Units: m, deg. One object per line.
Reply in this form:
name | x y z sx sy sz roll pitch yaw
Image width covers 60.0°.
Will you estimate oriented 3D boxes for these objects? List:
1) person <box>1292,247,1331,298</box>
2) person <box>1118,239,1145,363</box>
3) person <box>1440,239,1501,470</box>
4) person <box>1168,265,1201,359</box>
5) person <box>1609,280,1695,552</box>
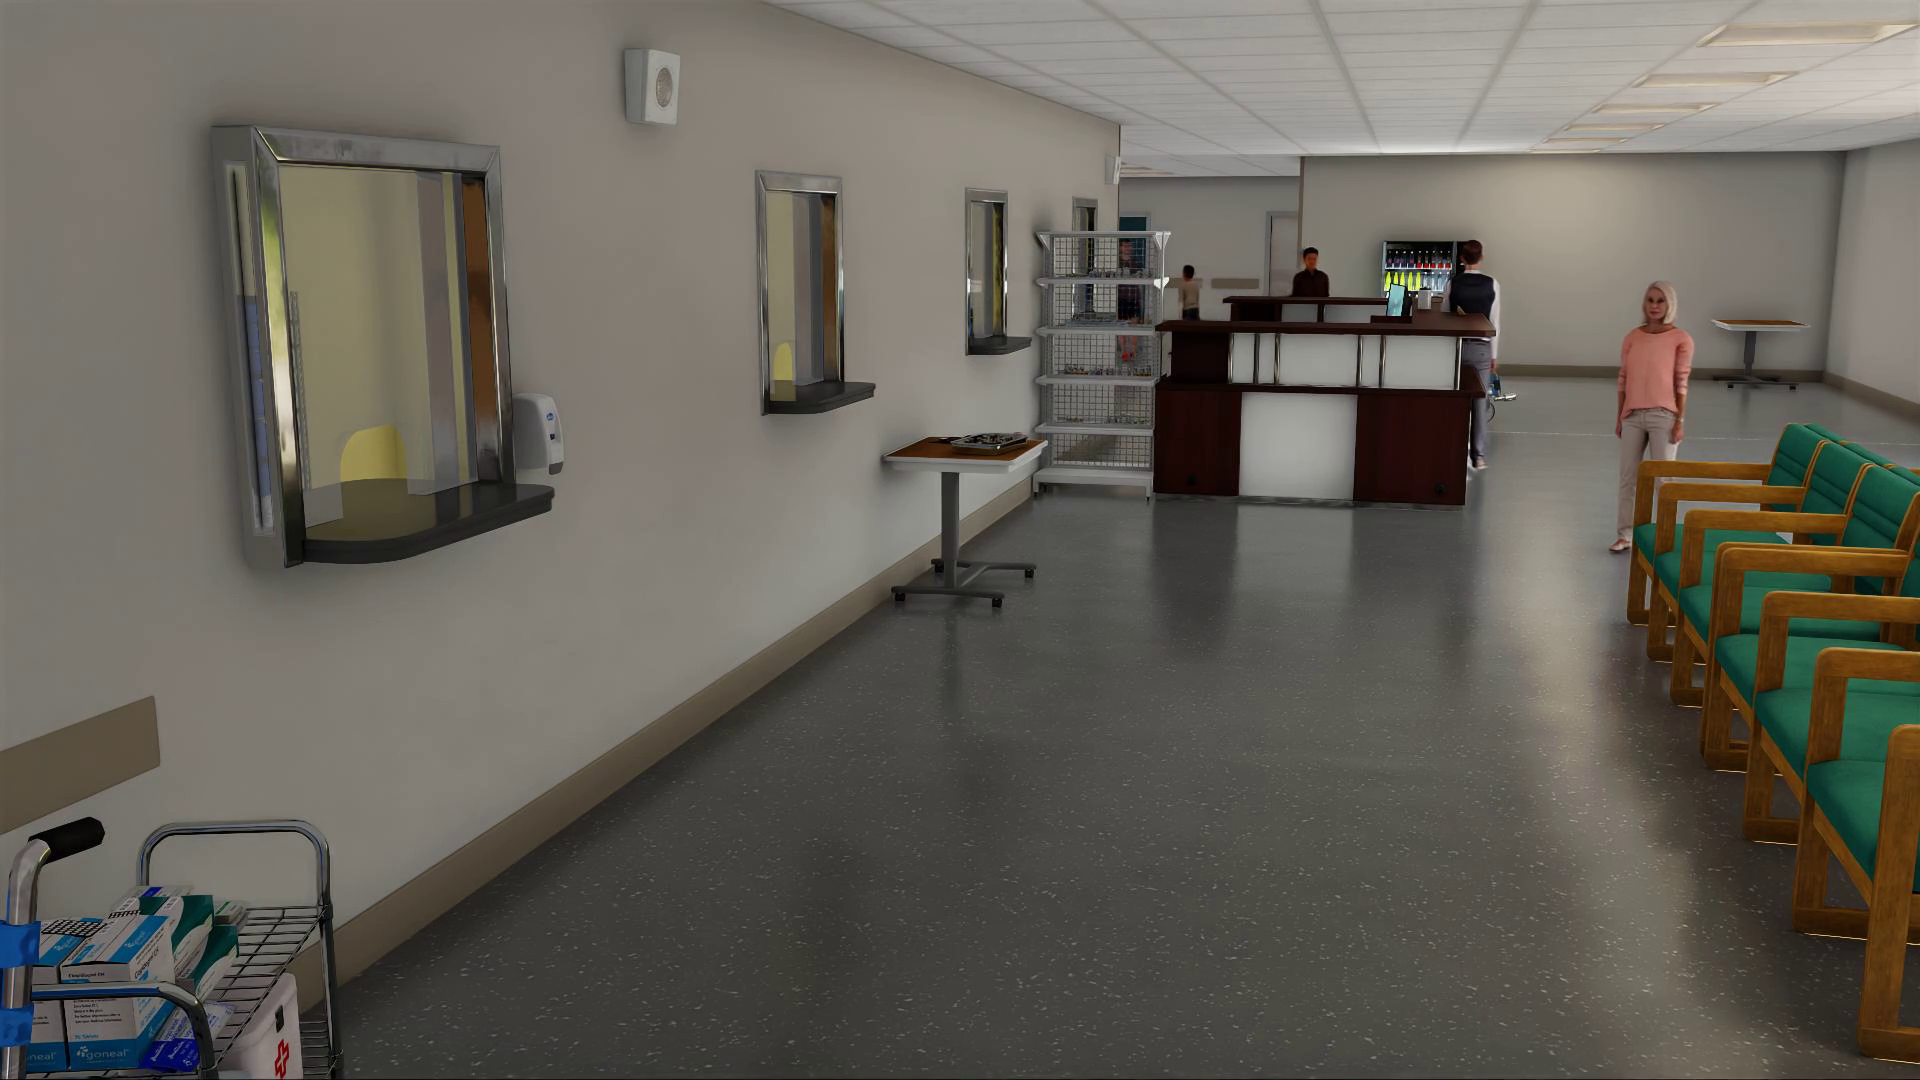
person | 4.402 -2.799 21.036 0.753 1.762 0.842 0 11 -2
person | 2.488 -3.537 24.793 1.166 1.811 0.953 0 11 -1
person | 4.337 -1.589 14.194 0.509 1.935 0.714 4 11 18
person | 3.473 -3.350 24.838 1.004 1.426 0.984 -4 12 -21
person | 4.326 -0.761 10.403 0.624 1.722 0.736 10 14 41
